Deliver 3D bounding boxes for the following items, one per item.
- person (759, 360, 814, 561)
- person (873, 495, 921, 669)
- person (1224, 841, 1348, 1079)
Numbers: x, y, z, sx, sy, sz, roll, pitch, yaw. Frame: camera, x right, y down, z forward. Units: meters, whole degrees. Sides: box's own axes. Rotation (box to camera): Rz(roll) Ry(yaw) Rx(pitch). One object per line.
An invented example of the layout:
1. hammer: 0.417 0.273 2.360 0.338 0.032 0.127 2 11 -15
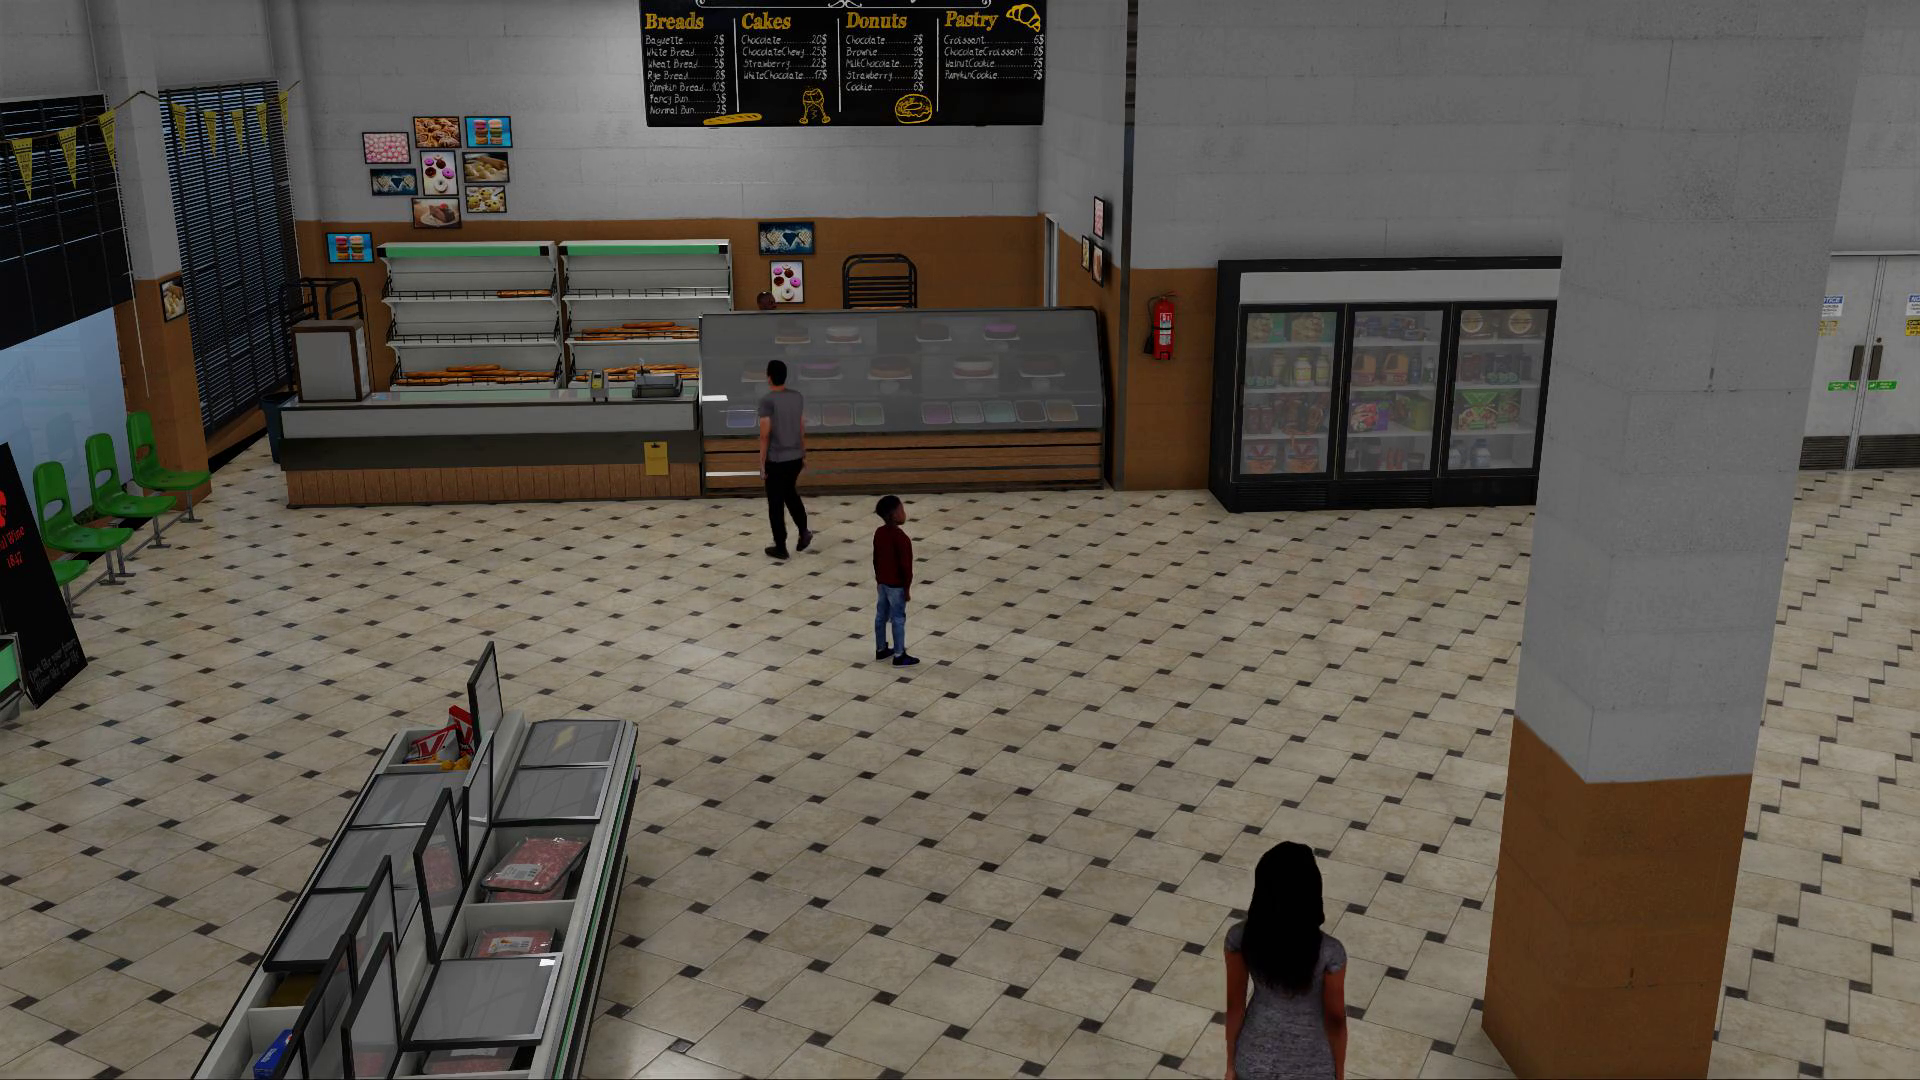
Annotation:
1. person: -1.478 -0.678 14.332 0.875 1.743 0.816 16 23 42
2. person: -0.490 0.292 11.980 0.643 1.254 0.563 -14 22 -39
3. person: 1.102 1.915 5.767 0.912 1.758 1.080 8 19 26
